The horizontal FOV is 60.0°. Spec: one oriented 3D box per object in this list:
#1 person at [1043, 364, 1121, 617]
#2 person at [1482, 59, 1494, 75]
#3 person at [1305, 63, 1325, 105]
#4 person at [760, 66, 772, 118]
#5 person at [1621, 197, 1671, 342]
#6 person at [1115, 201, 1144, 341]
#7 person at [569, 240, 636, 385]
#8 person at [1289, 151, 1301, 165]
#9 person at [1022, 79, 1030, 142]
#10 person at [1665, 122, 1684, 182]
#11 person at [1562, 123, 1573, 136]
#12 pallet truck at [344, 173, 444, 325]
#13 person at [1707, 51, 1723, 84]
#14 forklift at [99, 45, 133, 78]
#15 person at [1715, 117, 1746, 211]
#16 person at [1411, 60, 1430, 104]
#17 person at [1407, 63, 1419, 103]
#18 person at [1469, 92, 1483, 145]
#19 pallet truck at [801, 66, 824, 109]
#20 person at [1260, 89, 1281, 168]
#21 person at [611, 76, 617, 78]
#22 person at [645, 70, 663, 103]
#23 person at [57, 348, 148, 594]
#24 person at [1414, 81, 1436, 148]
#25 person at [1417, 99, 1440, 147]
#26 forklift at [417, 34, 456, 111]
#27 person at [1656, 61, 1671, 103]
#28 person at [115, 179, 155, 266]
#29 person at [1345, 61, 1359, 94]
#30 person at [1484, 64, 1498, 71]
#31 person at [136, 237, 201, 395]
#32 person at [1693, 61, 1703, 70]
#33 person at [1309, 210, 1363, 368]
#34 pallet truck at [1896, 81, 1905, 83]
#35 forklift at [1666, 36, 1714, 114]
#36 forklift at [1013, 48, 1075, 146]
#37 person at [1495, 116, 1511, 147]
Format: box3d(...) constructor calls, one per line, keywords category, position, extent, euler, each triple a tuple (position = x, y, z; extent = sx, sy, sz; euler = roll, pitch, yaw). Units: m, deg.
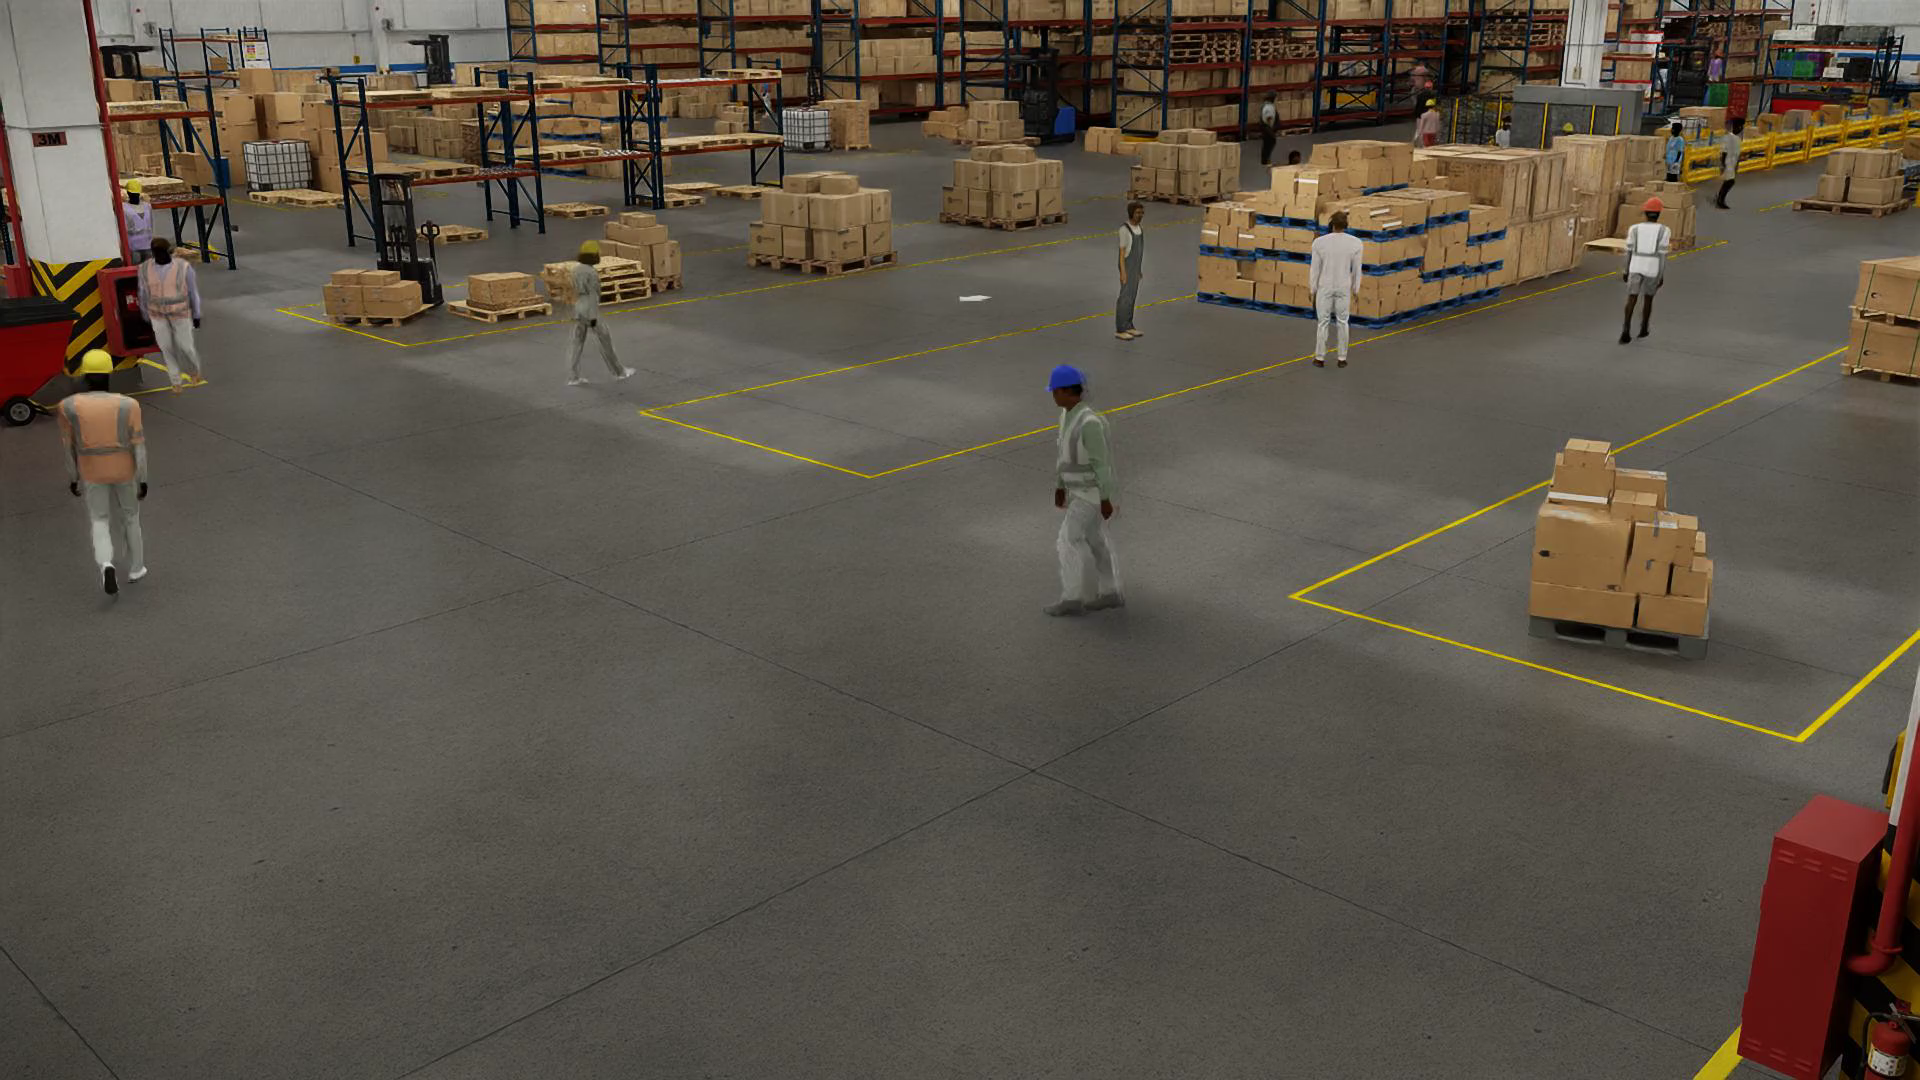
box3d(category="person", position=(0.888, -0.366, 12.427), extent=(0.760, 1.892, 0.610), euler=(-3, 19, -10))
box3d(category="person", position=(22.685, -19.837, 71.443), extent=(0.627, 1.673, 0.317), euler=(-6, 19, -17))
box3d(category="person", position=(14.249, -18.512, 67.168), extent=(1.009, 1.862, 0.655), euler=(4, 19, 12))
box3d(category="person", position=(-7.071, -16.330, 60.605), extent=(0.430, 1.845, 0.624), euler=(3, 19, 9))
box3d(category="person", position=(9.099, -3.597, 22.146), extent=(0.545, 1.913, 0.915), euler=(12, 22, 31))
box3d(category="person", position=(2.289, -3.611, 22.281), extent=(0.326, 1.842, 0.517), euler=(12, 22, 31))
box3d(category="person", position=(-4.339, -2.715, 19.804), extent=(0.871, 1.704, 0.508), euler=(-17, 25, -41))
box3d(category="person", position=(5.703, -5.664, 28.400), extent=(0.604, 1.888, 0.890), euler=(-9, 21, -26))
box3d(category="person", position=(2.076, -13.216, 51.157), extent=(0.342, 1.882, 0.579), euler=(7, 20, 21))
box3d(category="person", position=(15.864, -8.425, 37.014), extent=(0.321, 1.697, 0.530), euler=(-1, 18, -3))
box3d(category="person", position=(13.244, -8.227, 36.372), extent=(0.543, 1.711, 0.895), euler=(-3, 19, -8))
box3d(category="pallet truck", position=(-8.209, -4.181, 23.757), extent=(0.823, 1.965, 1.885), euler=(3, 19, 9))
box3d(category="person", position=(33.154, -20.490, 73.053), extent=(0.617, 1.909, 0.645), euler=(3, 19, 10))
box3d(category="forklift", position=(-26.334, -14.077, 52.195), extent=(1.873, 2.768, 1.129), euler=(6, 19, 18))
box3d(category="person", position=(16.294, -7.935, 35.137), extent=(0.628, 1.947, 0.522), euler=(-16, 24, -40))
box3d(category="person", position=(18.061, -17.789, 64.989), extent=(0.895, 1.859, 0.650), euler=(-11, 21, -30))
box3d(category="person", position=(18.611, -18.670, 68.033), extent=(0.576, 1.608, 0.590), euler=(-17, 25, -42))
box3d(category="person", position=(15.113, -12.347, 48.942), extent=(0.435, 1.612, 0.543), euler=(-12, 22, -33))
box3d(category="pallet truck", position=(-4.812, -15.182, 56.903), extent=(0.823, 1.965, 1.885), euler=(-9, 21, -26))
box3d(category="person", position=(8.174, -10.790, 43.603), extent=(0.624, 2.000, 0.706), euler=(1, 18, 2))
box3d(category="person", position=(-11.932, -15.256, 57.703), extent=(0.509, 1.629, 0.315), euler=(15, 23, 37))
box3d(category="person", position=(-10.375, -14.989, 56.468), extent=(0.589, 1.909, 0.386), euler=(3, 19, 9))
box3d(category="person", position=(-6.598, -0.520, 12.876), extent=(0.595, 1.905, 0.732), euler=(-7, 20, -20))
box3d(category="person", position=(13.502, -12.331, 48.347), extent=(0.636, 1.974, 0.562), euler=(12, 22, 33))
box3d(category="person", position=(12.323, -10.713, 43.830), extent=(0.547, 1.740, 0.662), euler=(-4, 19, -11))
box3d(category="forklift", position=(-20.017, -18.105, 64.331), extent=(1.129, 2.768, 1.873), euler=(17, 25, 41))
box3d(category="person", position=(28.745, -18.703, 68.001), extent=(0.540, 1.677, 0.521), euler=(11, 21, 30))
box3d(category="person", position=(-11.879, -4.261, 24.117), extent=(0.383, 1.923, 0.588), euler=(9, 20, 24))
box3d(category="person", position=(17.555, -20.853, 74.291), extent=(0.901, 1.795, 0.587), euler=(-13, 22, -34))
box3d(category="person", position=(22.917, -20.138, 71.780), extent=(0.605, 2.035, 0.399), euler=(7, 20, 20))
box3d(category="person", position=(-9.136, -2.589, 19.227), extent=(0.629, 1.828, 0.438), euler=(-4, 19, -11))
box3d(category="person", position=(29.127, -17.996, 65.719), extent=(0.585, 1.784, 0.894), euler=(17, 25, 41))
box3d(category="person", position=(4.633, -3.096, 20.582), extent=(0.636, 1.936, 0.355), euler=(1, 18, 4))
box3d(category="pallet truck", position=(34.802, -16.331, 61.455), extent=(0.653, 1.274, 1.630), euler=(17, 25, 41))
box3d(category="forklift", position=(27.341, -17.291, 61.877), extent=(1.129, 2.768, 1.873), euler=(17, 25, 41))
box3d(category="forklift", position=(2.539, -13.370, 50.064), extent=(1.129, 2.768, 1.873), euler=(17, 25, 41))
box3d(category="person", position=(11.967, -8.418, 36.734), extent=(0.517, 1.865, 0.334), euler=(-17, 25, -41))
